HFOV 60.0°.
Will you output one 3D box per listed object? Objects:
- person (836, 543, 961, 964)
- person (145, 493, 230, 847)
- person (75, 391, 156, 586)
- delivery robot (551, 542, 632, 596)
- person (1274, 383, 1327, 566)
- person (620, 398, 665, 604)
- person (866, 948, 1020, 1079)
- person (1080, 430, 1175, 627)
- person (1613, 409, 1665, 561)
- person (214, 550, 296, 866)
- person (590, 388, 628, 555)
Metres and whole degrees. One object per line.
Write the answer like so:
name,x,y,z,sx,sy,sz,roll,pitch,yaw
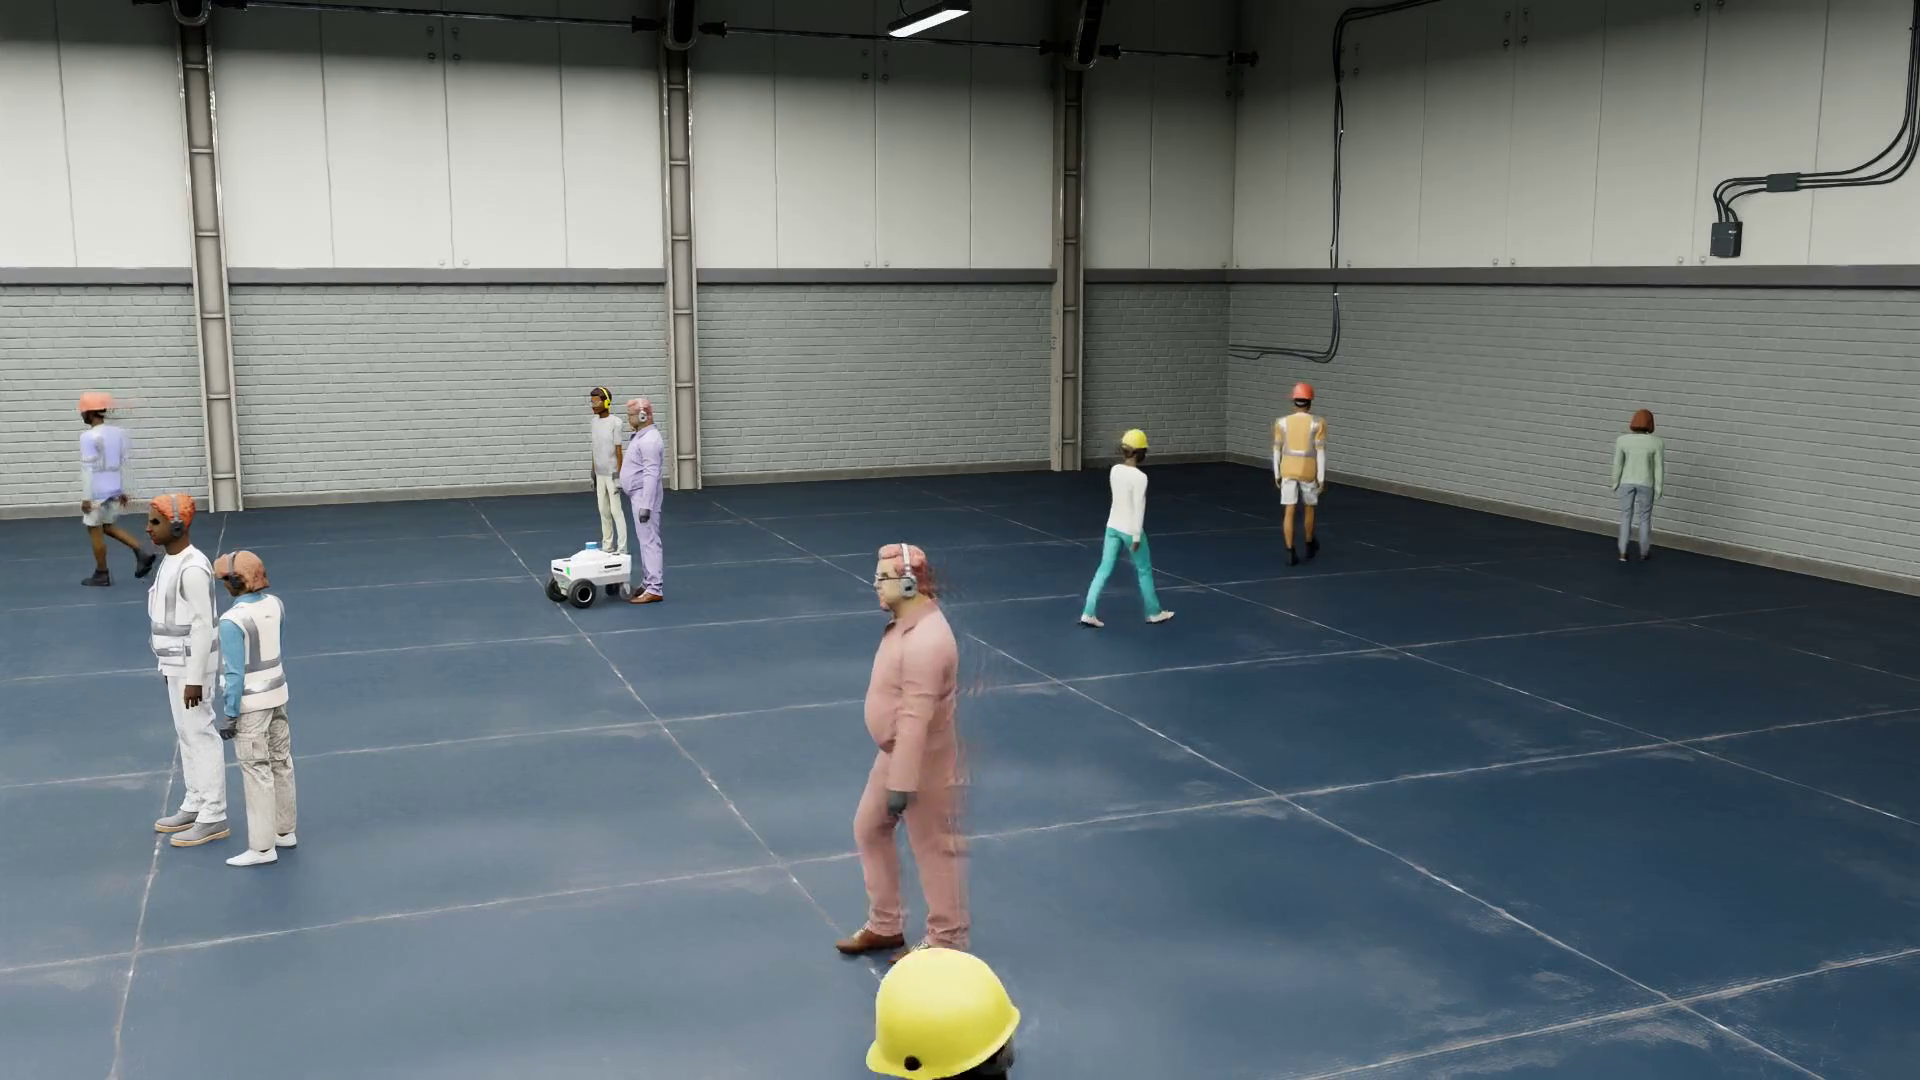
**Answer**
person,-0.305,0.950,7.214,0.688,1.883,0.680,-2,9,-10
person,-4.151,0.685,8.911,0.355,1.883,0.575,-7,11,-37
person,-8.274,-0.487,16.158,0.623,1.921,0.547,1,9,5
delivery robot,-3.406,0.264,15.414,0.707,0.478,0.477,-8,12,-41
person,3.619,-0.711,17.630,0.574,1.891,0.949,4,10,22
person,-2.948,-0.369,15.456,0.411,1.908,0.643,-3,9,-16
person,0.099,1.643,2.892,0.601,1.878,0.712,-7,11,-36
person,1.433,-0.093,14.321,0.930,1.719,0.538,-6,11,-33
person,7.201,-0.579,17.652,0.508,1.633,0.290,6,11,33
person,-3.635,0.859,8.582,0.309,1.640,0.511,1,9,5
person,-3.727,-0.680,17.561,0.517,1.865,0.312,7,12,39
